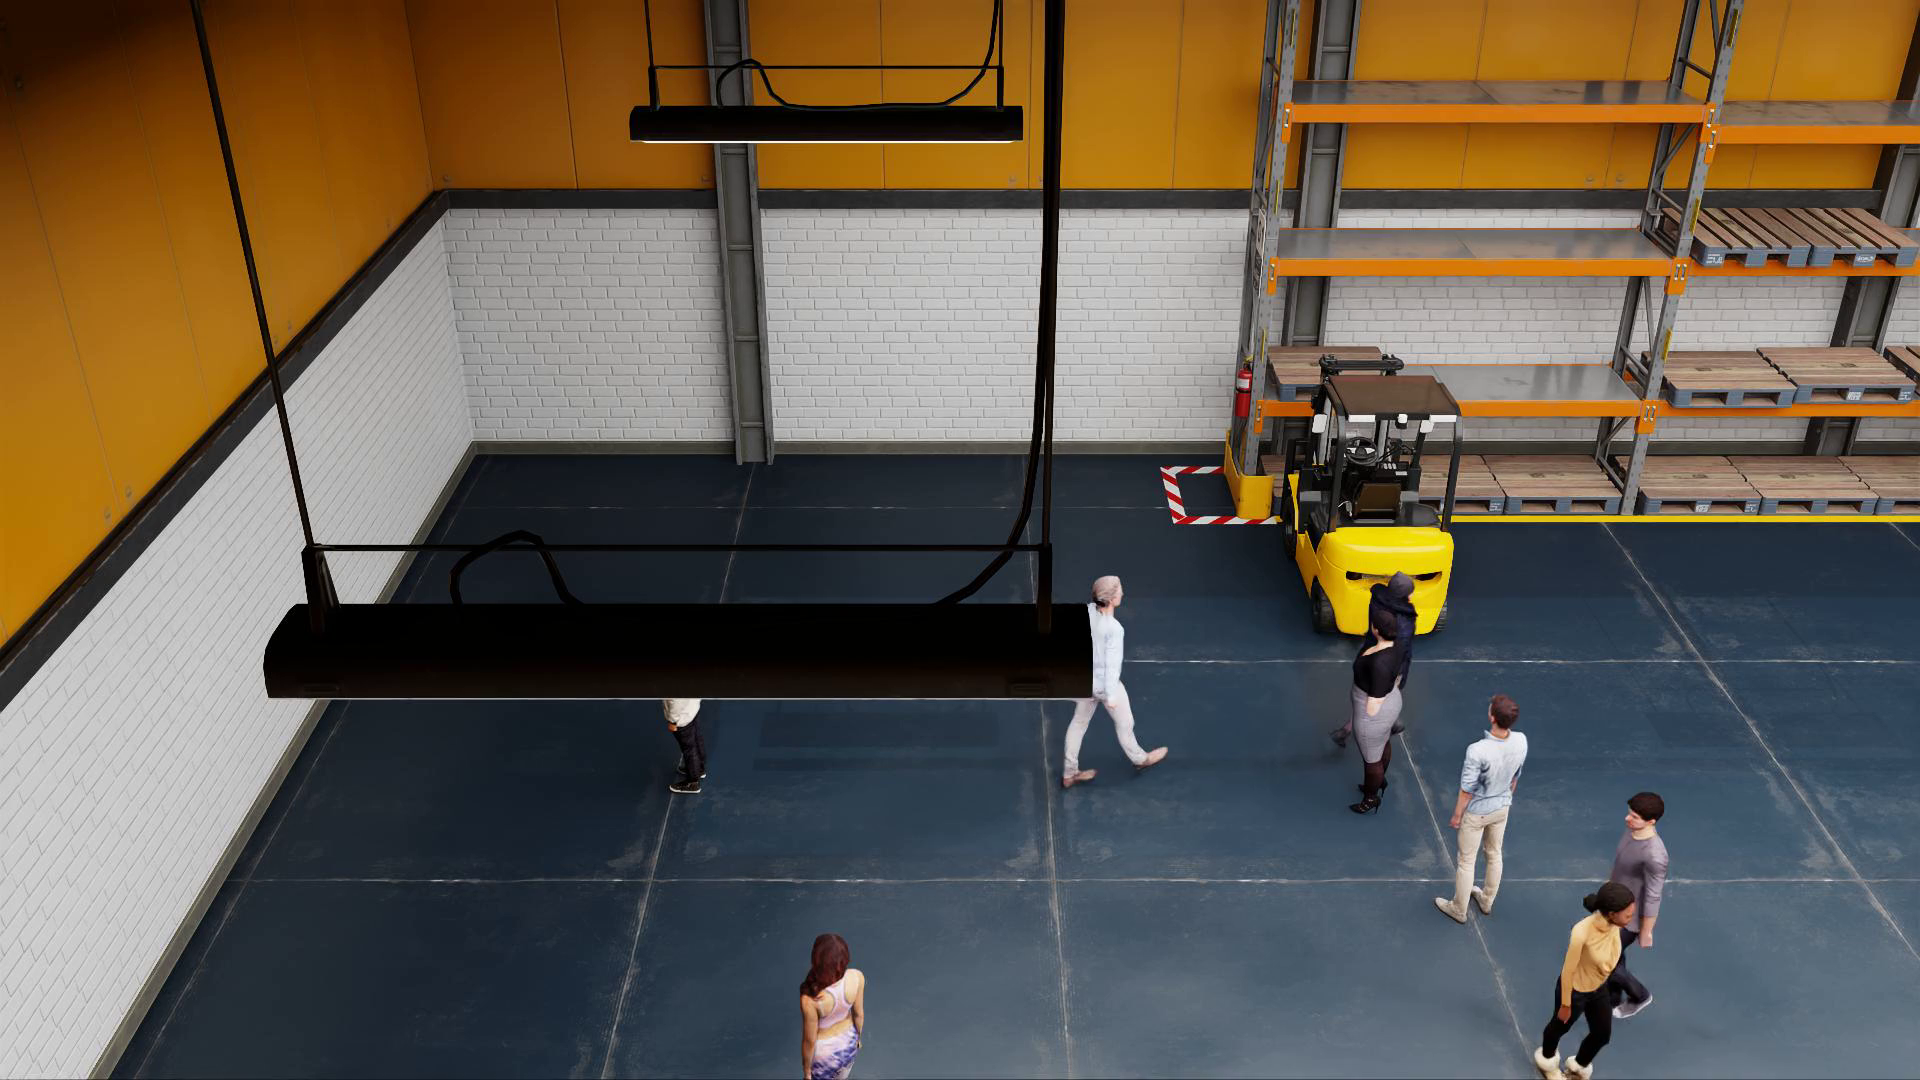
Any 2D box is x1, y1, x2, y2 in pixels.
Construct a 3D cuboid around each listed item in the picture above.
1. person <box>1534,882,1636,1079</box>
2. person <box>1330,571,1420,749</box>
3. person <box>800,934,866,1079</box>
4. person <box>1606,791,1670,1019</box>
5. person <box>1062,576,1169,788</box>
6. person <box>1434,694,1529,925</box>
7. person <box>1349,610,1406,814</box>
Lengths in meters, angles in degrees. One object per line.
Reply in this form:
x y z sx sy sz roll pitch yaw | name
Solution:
3.786 2.724 10.292 0.749 1.634 0.811 -12 31 -22 | person
3.365 1.006 13.423 1.120 1.652 0.886 -11 31 -19 | person
-0.707 3.012 9.635 0.985 1.757 0.998 -21 35 -33 | person
4.404 2.382 10.712 0.724 1.833 0.721 3 29 6 | person
1.013 1.145 12.951 1.233 1.860 1.017 -14 32 -24 | person
3.673 1.874 11.628 0.626 1.848 0.777 -11 30 -19 | person
3.208 1.312 12.753 0.781 1.756 0.771 14 31 23 | person
